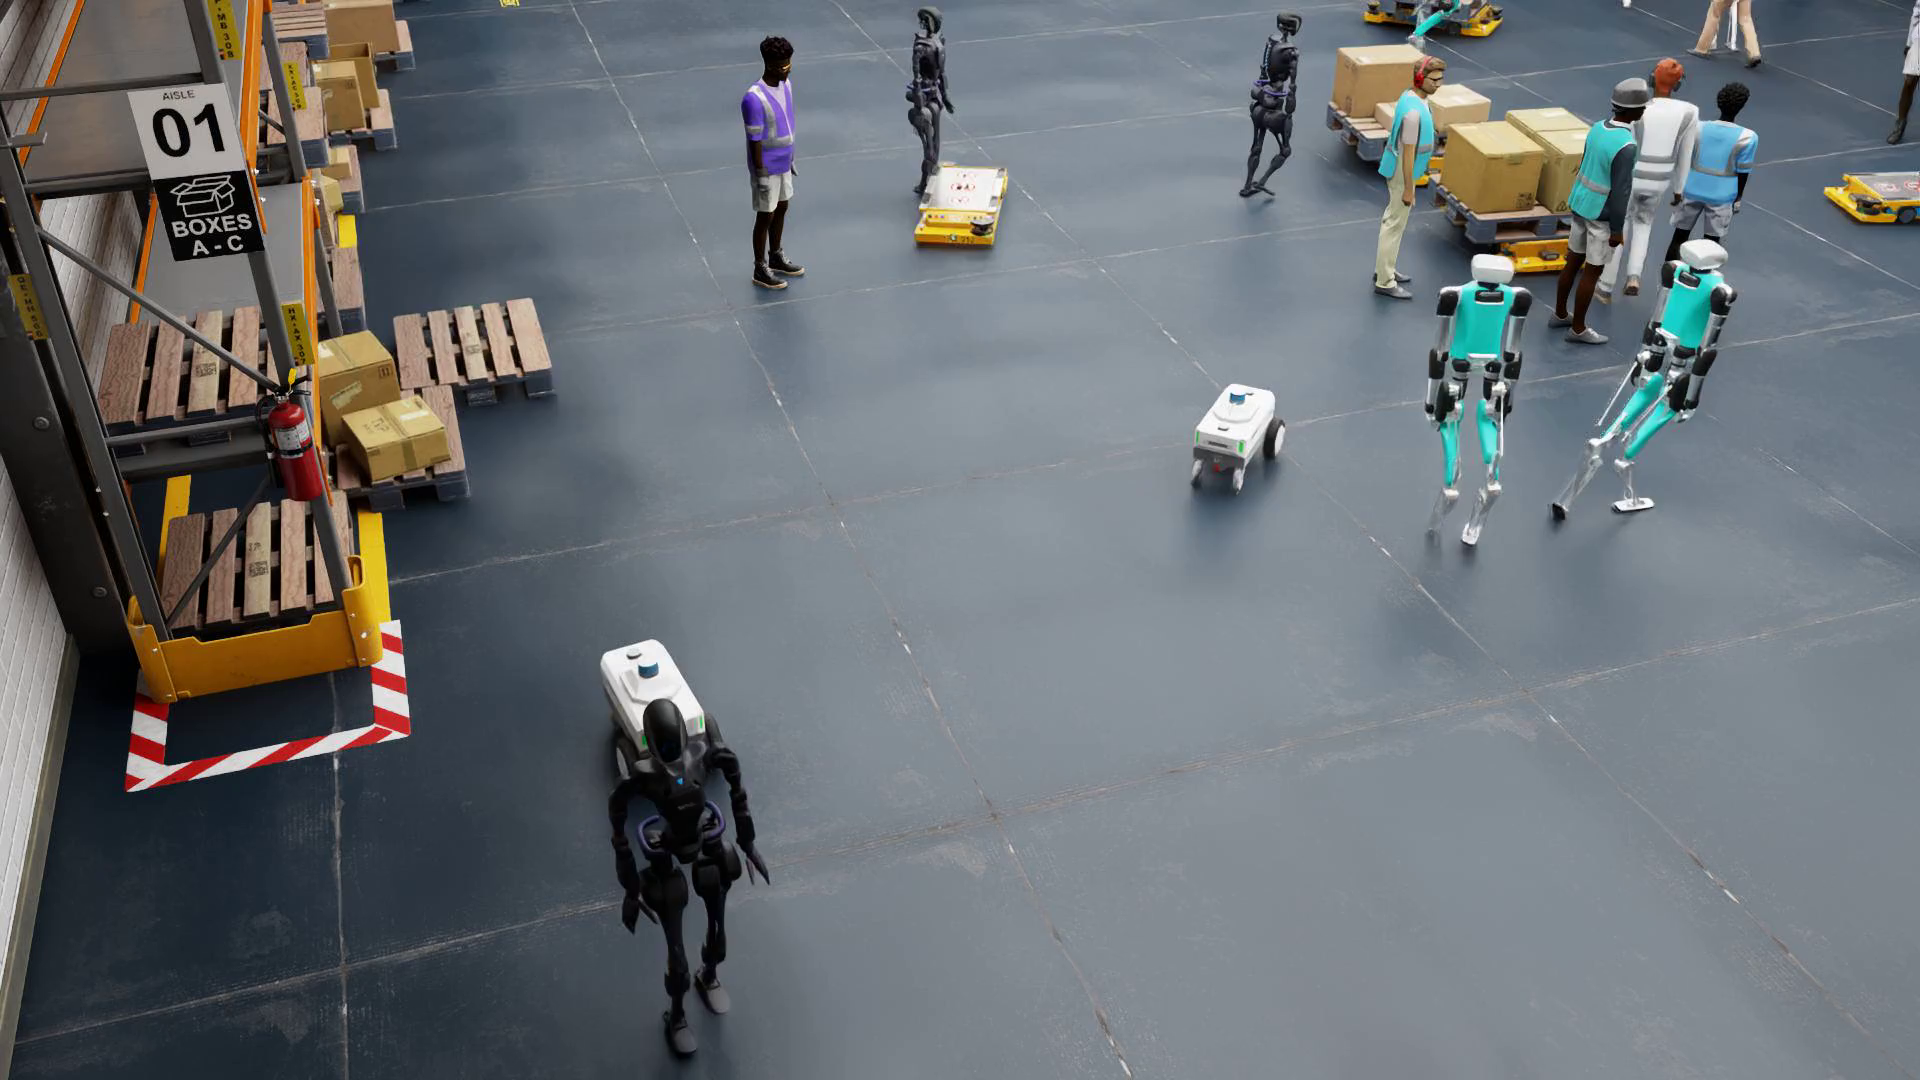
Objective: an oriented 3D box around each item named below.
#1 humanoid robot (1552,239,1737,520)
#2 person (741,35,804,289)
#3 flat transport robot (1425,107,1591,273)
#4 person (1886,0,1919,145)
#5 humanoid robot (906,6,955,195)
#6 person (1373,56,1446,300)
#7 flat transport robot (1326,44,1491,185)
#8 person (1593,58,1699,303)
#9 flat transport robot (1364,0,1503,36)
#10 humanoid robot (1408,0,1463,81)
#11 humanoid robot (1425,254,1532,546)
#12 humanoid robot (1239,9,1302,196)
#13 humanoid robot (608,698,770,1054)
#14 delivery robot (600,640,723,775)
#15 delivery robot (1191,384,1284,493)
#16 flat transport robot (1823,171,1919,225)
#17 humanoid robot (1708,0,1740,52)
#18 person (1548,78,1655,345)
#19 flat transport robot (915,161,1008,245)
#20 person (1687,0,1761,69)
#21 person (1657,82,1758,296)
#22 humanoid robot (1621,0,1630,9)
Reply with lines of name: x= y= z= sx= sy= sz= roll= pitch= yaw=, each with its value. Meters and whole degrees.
humanoid robot: x=3.988 y=-0.854 z=9.899 sx=0.850 sy=1.856 sz=0.549 roll=-11 pitch=35 yaw=-16
person: x=-1.415 y=-2.893 z=12.767 sx=0.410 sy=1.949 sz=0.605 roll=14 pitch=36 yaw=20
flat transport robot: x=4.608 y=-2.596 z=13.839 sx=0.659 sy=0.231 sz=1.431 roll=-6 pitch=34 yaw=-8
person: x=9.149 y=-4.674 z=15.541 sx=0.556 sy=1.905 sz=0.736 roll=26 pitch=41 yaw=34
humanoid robot: x=-0.264 y=-3.789 z=14.375 sx=0.327 sy=1.648 sz=0.585 roll=14 pitch=36 yaw=20
person: x=3.384 y=-2.769 z=12.669 sx=0.392 sy=1.839 sz=0.563 roll=8 pitch=34 yaw=12
flat transport robot: x=4.110 y=-3.621 z=15.412 sx=0.659 sy=0.231 sz=1.431 roll=-6 pitch=34 yaw=-8
person: x=5.102 y=-2.676 z=12.493 sx=0.645 sy=1.873 sz=0.427 roll=3 pitch=33 yaw=4
flat transport robot: x=5.447 y=-6.044 z=19.128 sx=1.431 sy=0.231 sz=0.659 roll=17 pitch=37 yaw=24
humanoid robot: x=4.892 y=-5.555 z=17.015 sx=0.690 sy=1.767 sz=0.554 roll=17 pitch=37 yaw=24
humanoid robot: x=2.982 y=-0.672 z=9.574 sx=0.535 sy=1.798 sz=0.806 roll=-1 pitch=33 yaw=-1
humanoid robot: x=2.682 y=-3.742 z=14.310 sx=0.345 sy=1.648 sz=0.596 roll=-12 pitch=35 yaw=-17
humanoid robot: x=-1.049 y=1.304 z=6.579 sx=0.608 sy=1.654 sz=0.401 roll=-16 pitch=36 yaw=-23
delivery robot: x=-1.522 y=0.839 z=8.295 sx=0.505 sy=0.578 sz=0.749 roll=-16 pitch=36 yaw=-22
delivery robot: x=1.758 y=-0.709 z=10.656 sx=0.499 sy=0.563 sz=0.738 roll=15 pitch=36 yaw=21
flat transport robot: x=8.351 y=-2.969 z=14.413 sx=1.431 sy=0.231 sz=0.659 roll=-2 pitch=33 yaw=-3
humanoid robot: x=8.337 y=-6.099 z=17.746 sx=0.533 sy=1.677 sz=0.735 roll=5 pitch=33 yaw=7
person: x=4.587 y=-2.357 z=11.945 sx=0.430 sy=1.938 sz=0.561 roll=-5 pitch=33 yaw=-8
flat transport robot: x=0.026 y=-2.905 z=14.315 sx=0.659 sy=0.231 sz=1.431 roll=4 pitch=33 yaw=5
person: x=8.256 y=-5.831 z=17.555 sx=0.505 sy=1.627 sz=0.832 roll=-11 pitch=35 yaw=-17
person: x=5.641 y=-2.601 z=12.546 sx=0.532 sy=1.693 sz=0.317 roll=24 pitch=40 yaw=32
humanoid robot: x=7.919 y=-7.232 z=19.621 sx=0.576 sy=1.774 sz=0.867 roll=1 pitch=33 yaw=1
